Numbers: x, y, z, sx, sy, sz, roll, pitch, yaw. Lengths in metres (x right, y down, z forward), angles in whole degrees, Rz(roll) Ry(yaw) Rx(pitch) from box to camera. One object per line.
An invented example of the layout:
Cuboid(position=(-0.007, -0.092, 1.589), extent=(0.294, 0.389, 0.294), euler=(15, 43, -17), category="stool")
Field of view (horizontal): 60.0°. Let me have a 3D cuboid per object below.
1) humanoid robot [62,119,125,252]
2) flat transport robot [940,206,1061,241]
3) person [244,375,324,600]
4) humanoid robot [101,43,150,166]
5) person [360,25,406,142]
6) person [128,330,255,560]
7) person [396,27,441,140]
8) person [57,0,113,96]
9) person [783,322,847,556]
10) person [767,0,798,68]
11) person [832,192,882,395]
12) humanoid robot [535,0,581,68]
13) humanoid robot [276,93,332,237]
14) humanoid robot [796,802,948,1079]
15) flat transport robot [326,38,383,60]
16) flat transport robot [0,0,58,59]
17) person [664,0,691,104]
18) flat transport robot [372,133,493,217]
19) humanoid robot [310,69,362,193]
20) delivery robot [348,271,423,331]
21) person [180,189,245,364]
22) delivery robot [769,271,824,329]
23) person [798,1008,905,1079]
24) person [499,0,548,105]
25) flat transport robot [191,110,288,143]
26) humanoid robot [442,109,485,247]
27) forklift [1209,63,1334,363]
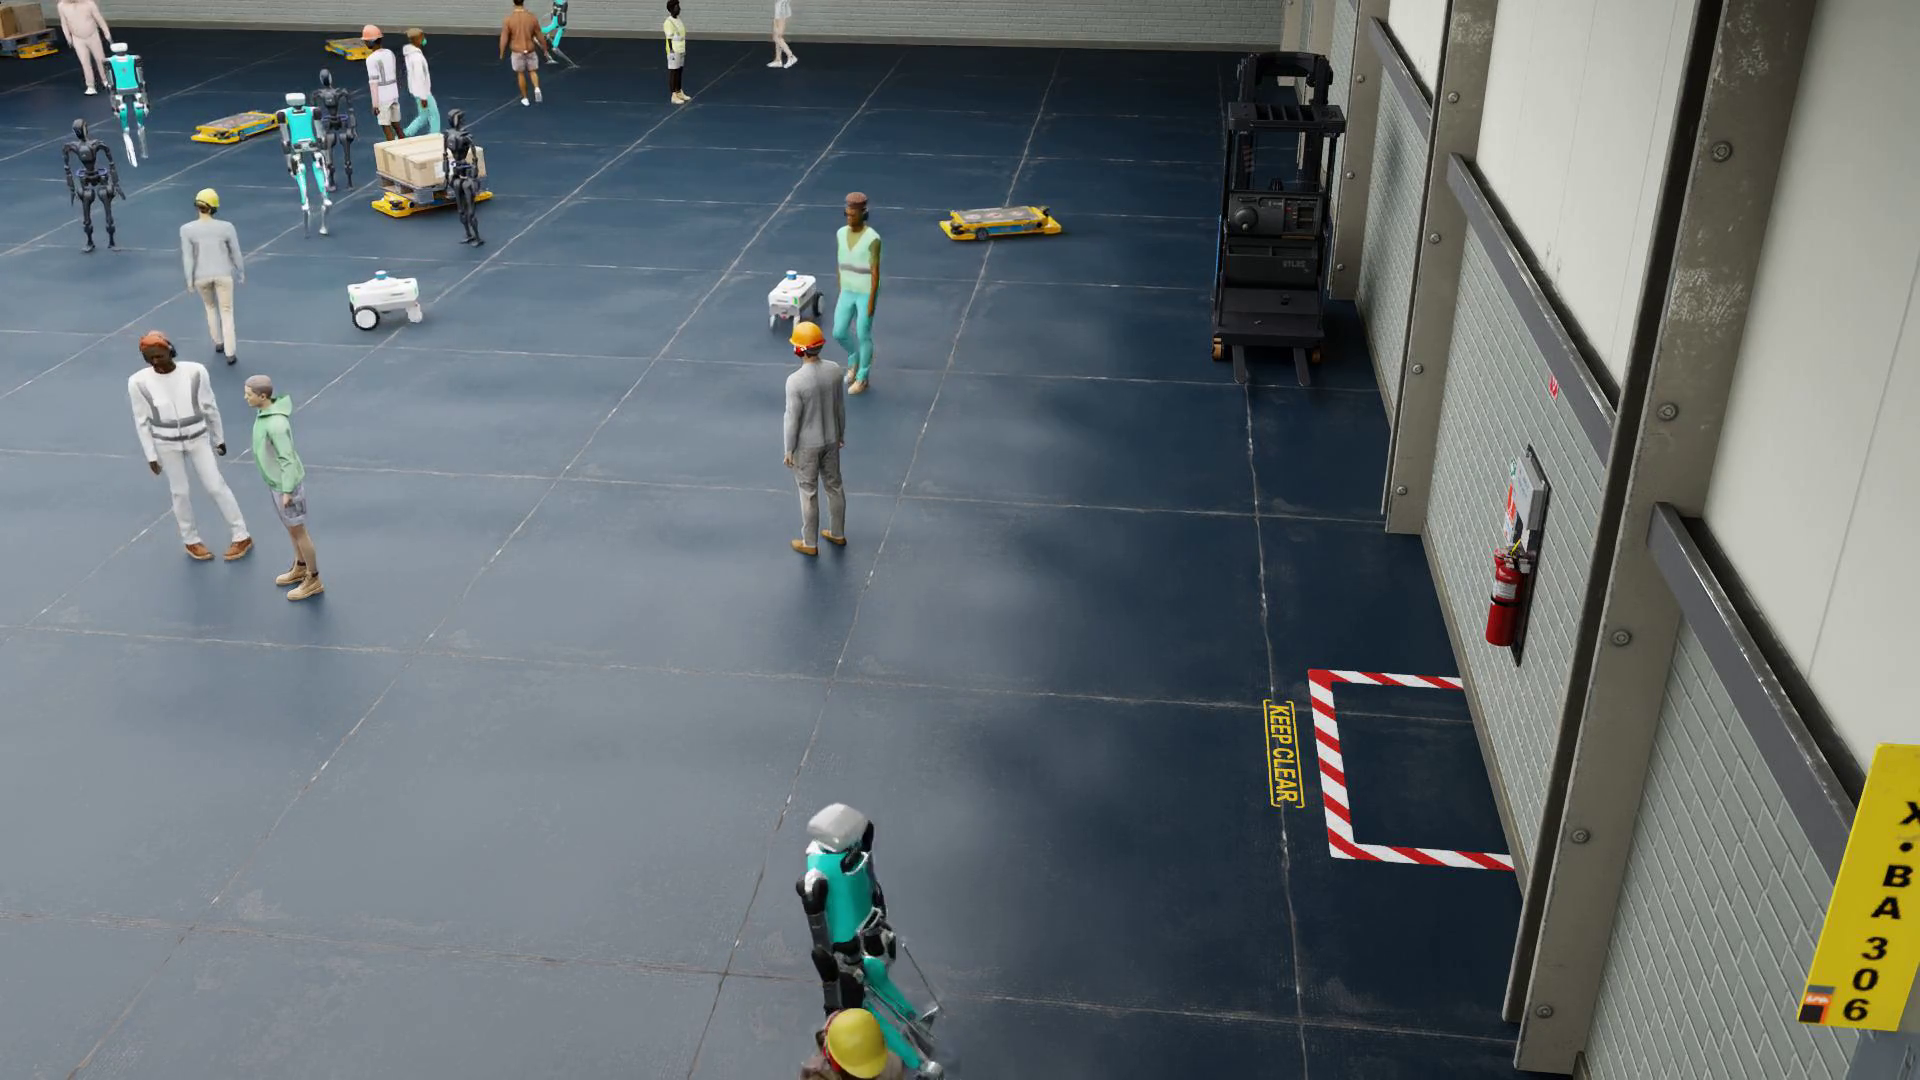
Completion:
Cuboid(position=(-10.487, -4.293, 20.155), extent=(0.616, 1.638, 0.419), euler=(-10, 28, -20), category="humanoid robot")
Cuboid(position=(0.512, -4.037, 21.198), extent=(1.431, 0.231, 0.659), euler=(-6, 27, -13), category="flat transport robot")
Cuboid(position=(-4.999, -0.403, 12.296), extent=(0.326, 1.742, 0.484), euler=(-17, 31, -30), category="person")
Cuboid(position=(-12.150, -6.351, 24.270), extent=(0.537, 1.828, 0.820), euler=(-17, 31, -31), category="humanoid robot")
Cuboid(position=(-8.250, -6.317, 23.790), extent=(0.414, 2.034, 0.601), euler=(5, 27, 11), category="person")
Cuboid(position=(-5.947, -0.725, 12.805), extent=(0.629, 1.866, 0.435), euler=(-11, 29, -21), category="person")
Cuboid(position=(-7.961, -6.576, 24.457), extent=(0.745, 1.891, 0.498), euler=(-16, 31, -28), category="person")
Cuboid(position=(-14.991, -8.620, 28.594), extent=(0.758, 1.838, 0.969), euler=(-9, 28, -18), category="person")
Cuboid(position=(-1.128, -0.784, 12.904), extent=(0.570, 1.890, 0.377), euler=(-21, 33, -35), category="person")
Cuboid(position=(-3.334, -9.650, 30.631), extent=(0.532, 1.852, 0.539), euler=(4, 27, 8), category="person")
Cuboid(position=(-0.984, -2.366, 15.972), extent=(0.506, 1.961, 0.463), euler=(13, 30, 25), category="person")
Cuboid(position=(-7.491, -9.511, 30.505), extent=(0.878, 1.783, 0.535), euler=(-16, 31, -29), category="humanoid robot")
Cuboid(position=(-8.094, -4.608, 20.720), extent=(0.532, 1.808, 0.690), euler=(-12, 29, -23), category="humanoid robot")
Cuboid(position=(-0.220, 2.040, 7.467), extent=(0.970, 1.774, 0.545), euler=(11, 29, 22), category="humanoid robot")
Cuboid(position=(-11.642, -9.446, 31.996), extent=(0.659, 0.231, 1.431), euler=(-19, 32, -33), category="flat transport robot")
Cuboid(position=(-18.199, -9.435, 31.974), extent=(1.431, 0.231, 0.659), euler=(8, 28, 15), category="flat transport robot")
Cuboid(position=(-4.760, -8.211, 27.936), extent=(0.316, 1.696, 0.539), euler=(6, 27, 12), category="person")
Cuboid(position=(-7.093, -4.616, 22.353), extent=(1.431, 0.231, 0.659), euler=(-23, 35, -38), category="flat transport robot")
Cuboid(position=(-8.507, -5.586, 22.714), extent=(0.598, 1.655, 0.372), euler=(-7, 27, -13), category="humanoid robot")
Cuboid(position=(-6.242, -2.615, 18.032), extent=(0.785, 0.587, 0.499), euler=(-10, 28, -20), category="delivery robot")
Cuboid(position=(-7.544, -2.681, 16.865), extent=(0.543, 1.719, 0.813), euler=(-8, 28, -15), category="person")
Cuboid(position=(-1.811, -2.622, 18.040), extent=(0.499, 0.583, 0.767), euler=(6, 27, 12), category="delivery robot")
Cuboid(position=(-0.416, 2.507, 6.538), extent=(0.590, 1.721, 0.849), euler=(-16, 31, -29), category="person")
Cuboid(position=(-7.269, -8.168, 27.692), extent=(0.790, 1.841, 0.501), euler=(-12, 29, -23), category="person")
Cuboid(position=(-11.273, -6.461, 26.037), extent=(0.659, 0.231, 1.431), euler=(9, 28, 17), category="flat transport robot")
Cuboid(position=(-6.133, -4.466, 20.472), extent=(0.584, 1.649, 0.346), euler=(14, 30, 25), category="humanoid robot")
Cuboid(position=(3.241, -3.477, 17.183), extent=(1.129, 2.768, 1.873), euler=(3, 27, 6), category="forklift")
